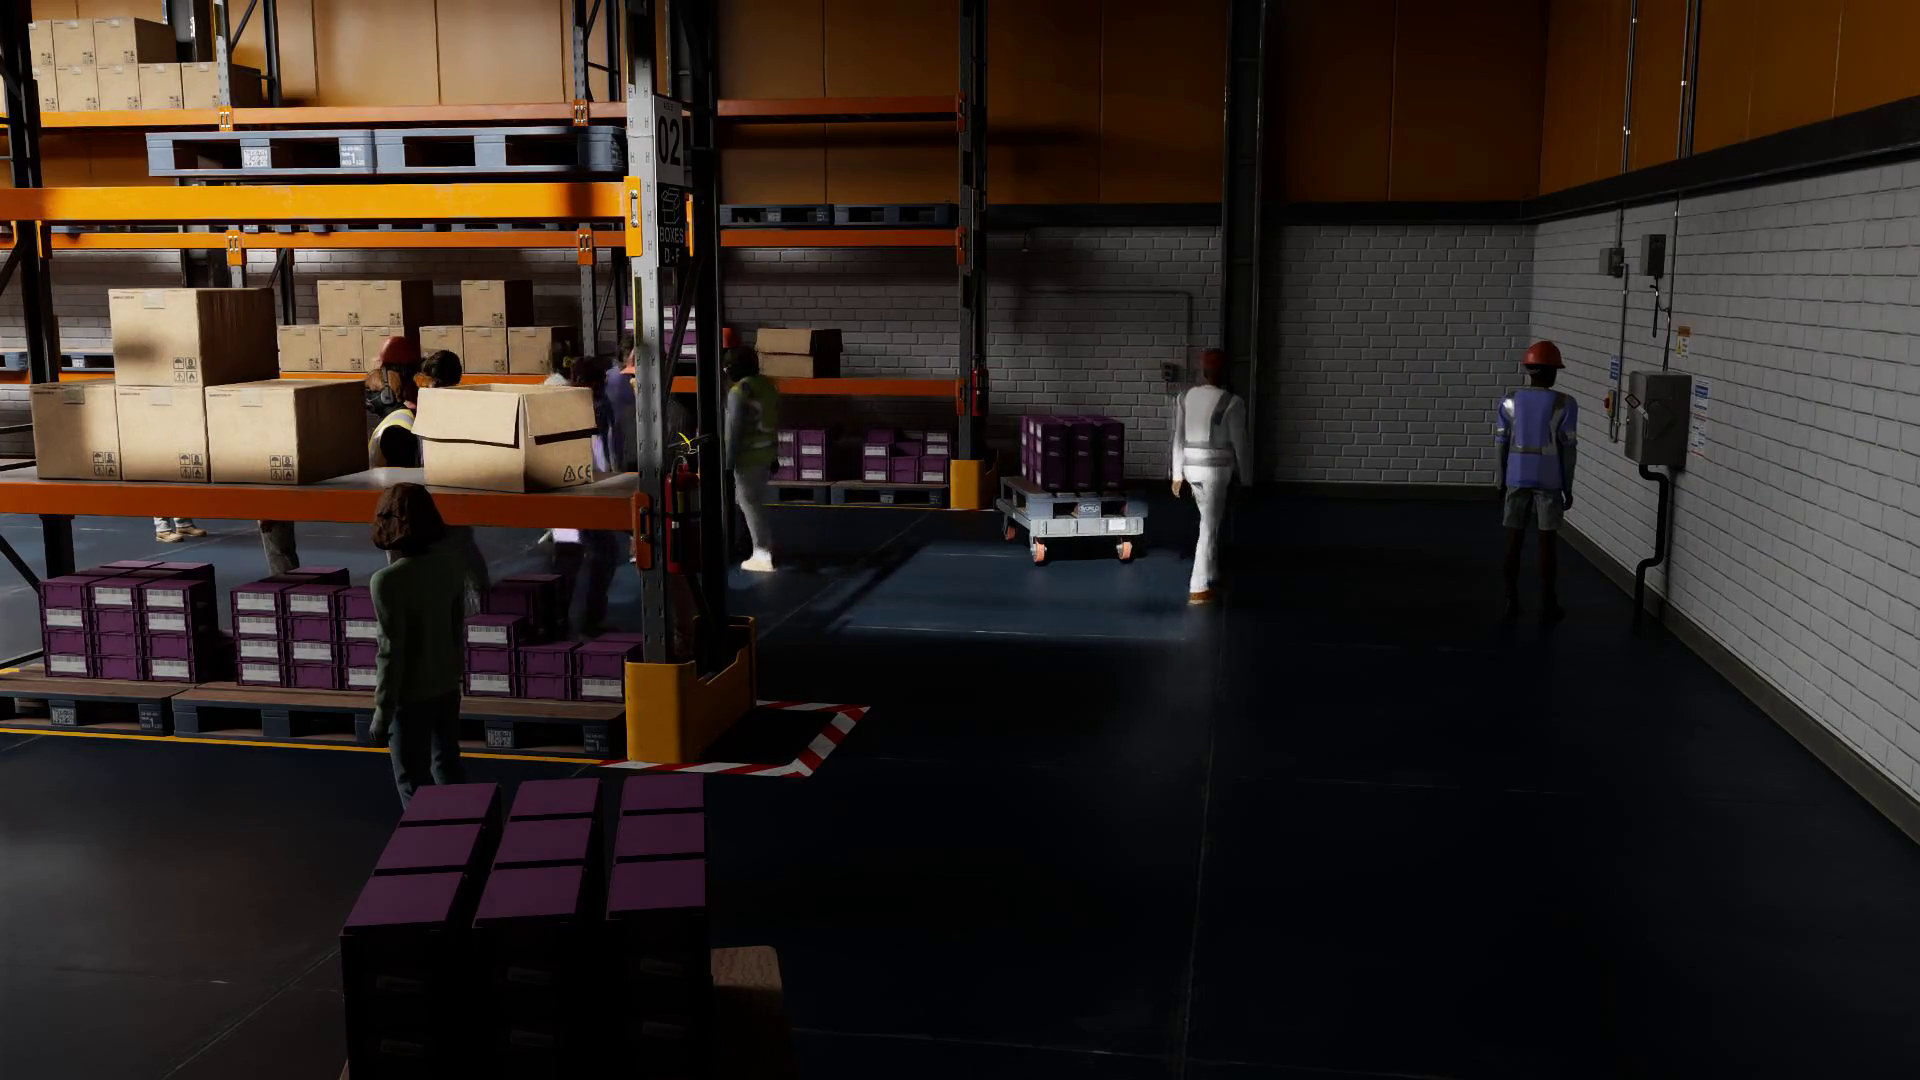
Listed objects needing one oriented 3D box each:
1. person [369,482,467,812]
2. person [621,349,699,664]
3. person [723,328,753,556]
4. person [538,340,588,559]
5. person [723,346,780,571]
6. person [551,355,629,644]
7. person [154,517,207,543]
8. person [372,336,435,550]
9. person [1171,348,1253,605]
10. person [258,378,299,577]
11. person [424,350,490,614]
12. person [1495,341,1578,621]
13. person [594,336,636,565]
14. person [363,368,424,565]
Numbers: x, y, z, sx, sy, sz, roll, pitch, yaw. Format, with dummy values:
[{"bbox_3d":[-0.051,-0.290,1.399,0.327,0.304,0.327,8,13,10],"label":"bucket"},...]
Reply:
[{"bbox_3d":[-2.029,0.597,6.240,0.273,1.632,0.507,3,10,17],"label":"person"},{"bbox_3d":[-1.815,-0.182,9.953,0.612,1.994,0.395,8,12,41],"label":"person"},{"bbox_3d":[-1.961,-0.829,14.147,0.359,1.938,0.547,6,11,34],"label":"person"},{"bbox_3d":[-3.282,-0.721,13.768,0.421,1.848,0.505,-7,12,-38],"label":"person"},{"bbox_3d":[-1.699,-0.640,13.337,0.465,1.818,0.642,3,10,20],"label":"person"},{"bbox_3d":[-2.402,-0.252,10.743,0.658,1.880,0.703,-1,9,-7],"label":"person"},{"bbox_3d":[-7.071,-0.908,14.933,0.429,1.842,0.634,2,9,13],"label":"person"},{"bbox_3d":[-3.616,-0.335,10.899,0.375,1.997,0.611,-1,9,-8],"label":"person"},{"bbox_3d":[1.894,-0.468,12.145,0.746,1.856,0.603,-8,12,-41],"label":"person"},{"bbox_3d":[-4.535,-0.252,10.931,0.404,1.821,0.591,-2,9,-15],"label":"person"},{"bbox_3d":[-3.420,-0.334,11.236,0.388,1.898,0.727,-7,12,-38],"label":"person"},{"bbox_3d":[3.993,-0.407,11.545,0.546,1.934,0.376,6,11,34],"label":"person"},{"bbox_3d":[-2.749,-0.763,13.937,0.621,1.883,0.984,-1,9,-6],"label":"person"},{"bbox_3d":[-3.455,-0.136,10.193,0.430,1.835,0.622,-4,10,-21],"label":"person"}]
